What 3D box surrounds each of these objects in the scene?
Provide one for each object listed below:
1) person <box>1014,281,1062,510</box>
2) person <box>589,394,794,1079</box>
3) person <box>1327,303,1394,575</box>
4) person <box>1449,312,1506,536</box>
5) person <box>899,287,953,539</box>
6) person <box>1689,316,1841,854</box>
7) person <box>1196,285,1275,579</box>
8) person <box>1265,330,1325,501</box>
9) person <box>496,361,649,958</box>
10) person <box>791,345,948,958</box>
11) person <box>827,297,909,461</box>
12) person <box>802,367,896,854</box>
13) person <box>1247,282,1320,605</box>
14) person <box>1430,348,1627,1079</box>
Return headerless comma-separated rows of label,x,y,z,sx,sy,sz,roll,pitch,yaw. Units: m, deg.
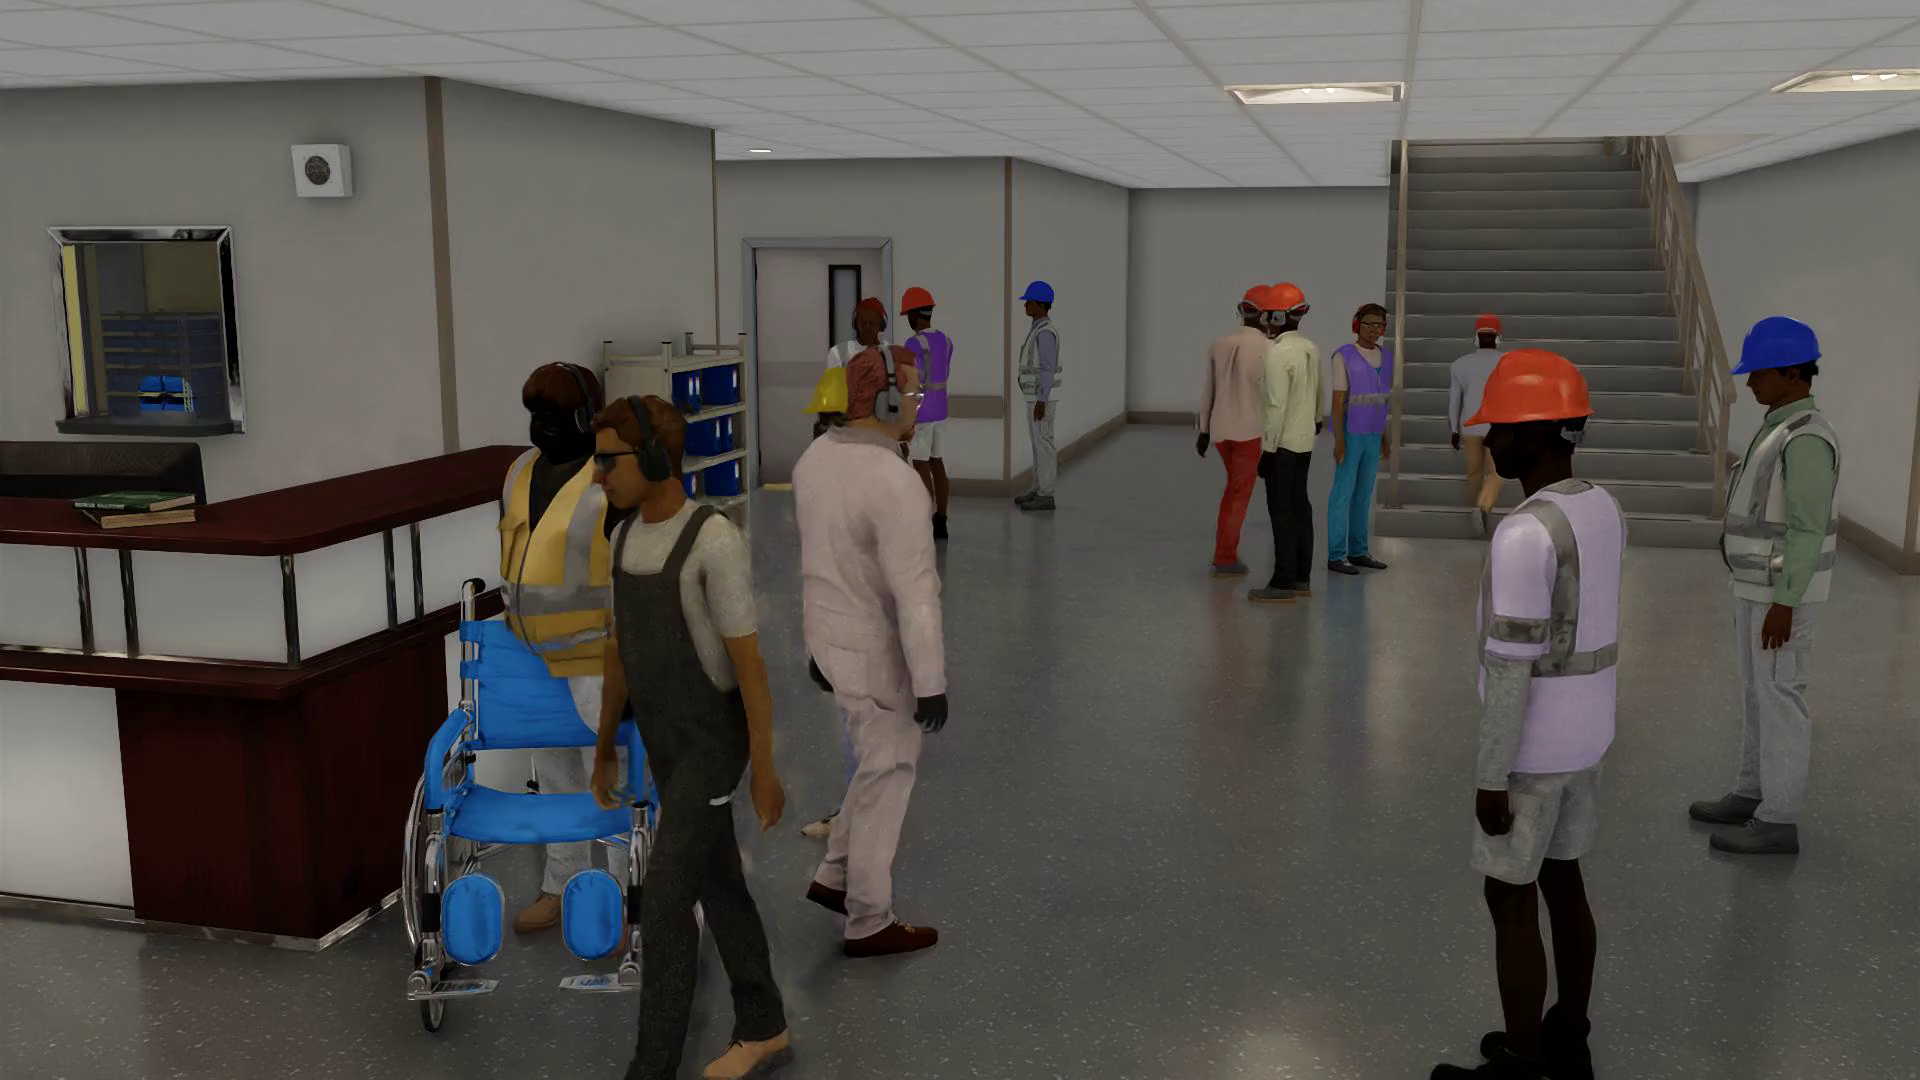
person,0.681,-1.232,14.228,0.380,1.951,0.605,-1,10,-6
person,-0.762,0.554,4.118,0.841,1.808,0.542,-9,13,-42
person,2.737,-0.698,11.412,0.565,1.841,0.396,-8,12,-38
person,4.045,-0.887,12.830,0.567,1.731,0.721,6,12,33
person,-0.289,-0.935,12.548,0.374,1.928,0.542,6,11,30
person,2.941,0.166,6.028,0.395,1.941,0.601,2,10,13
person,1.930,-0.719,11.174,0.620,1.961,0.625,-8,12,-39
person,2.561,-0.971,13.167,0.635,1.789,0.433,1,10,8
person,-1.199,0.365,5.178,0.628,1.836,0.428,7,12,36
person,-0.234,0.351,5.092,0.441,1.888,0.668,-5,11,-28
person,-0.617,-0.695,11.263,0.574,1.884,0.358,-4,10,-22
person,-0.396,0.270,5.936,0.314,1.769,0.524,-3,10,-19
person,2.017,-0.599,10.371,0.396,1.992,0.623,7,12,34
person,1.418,0.491,4.162,0.389,1.928,0.550,9,13,43
